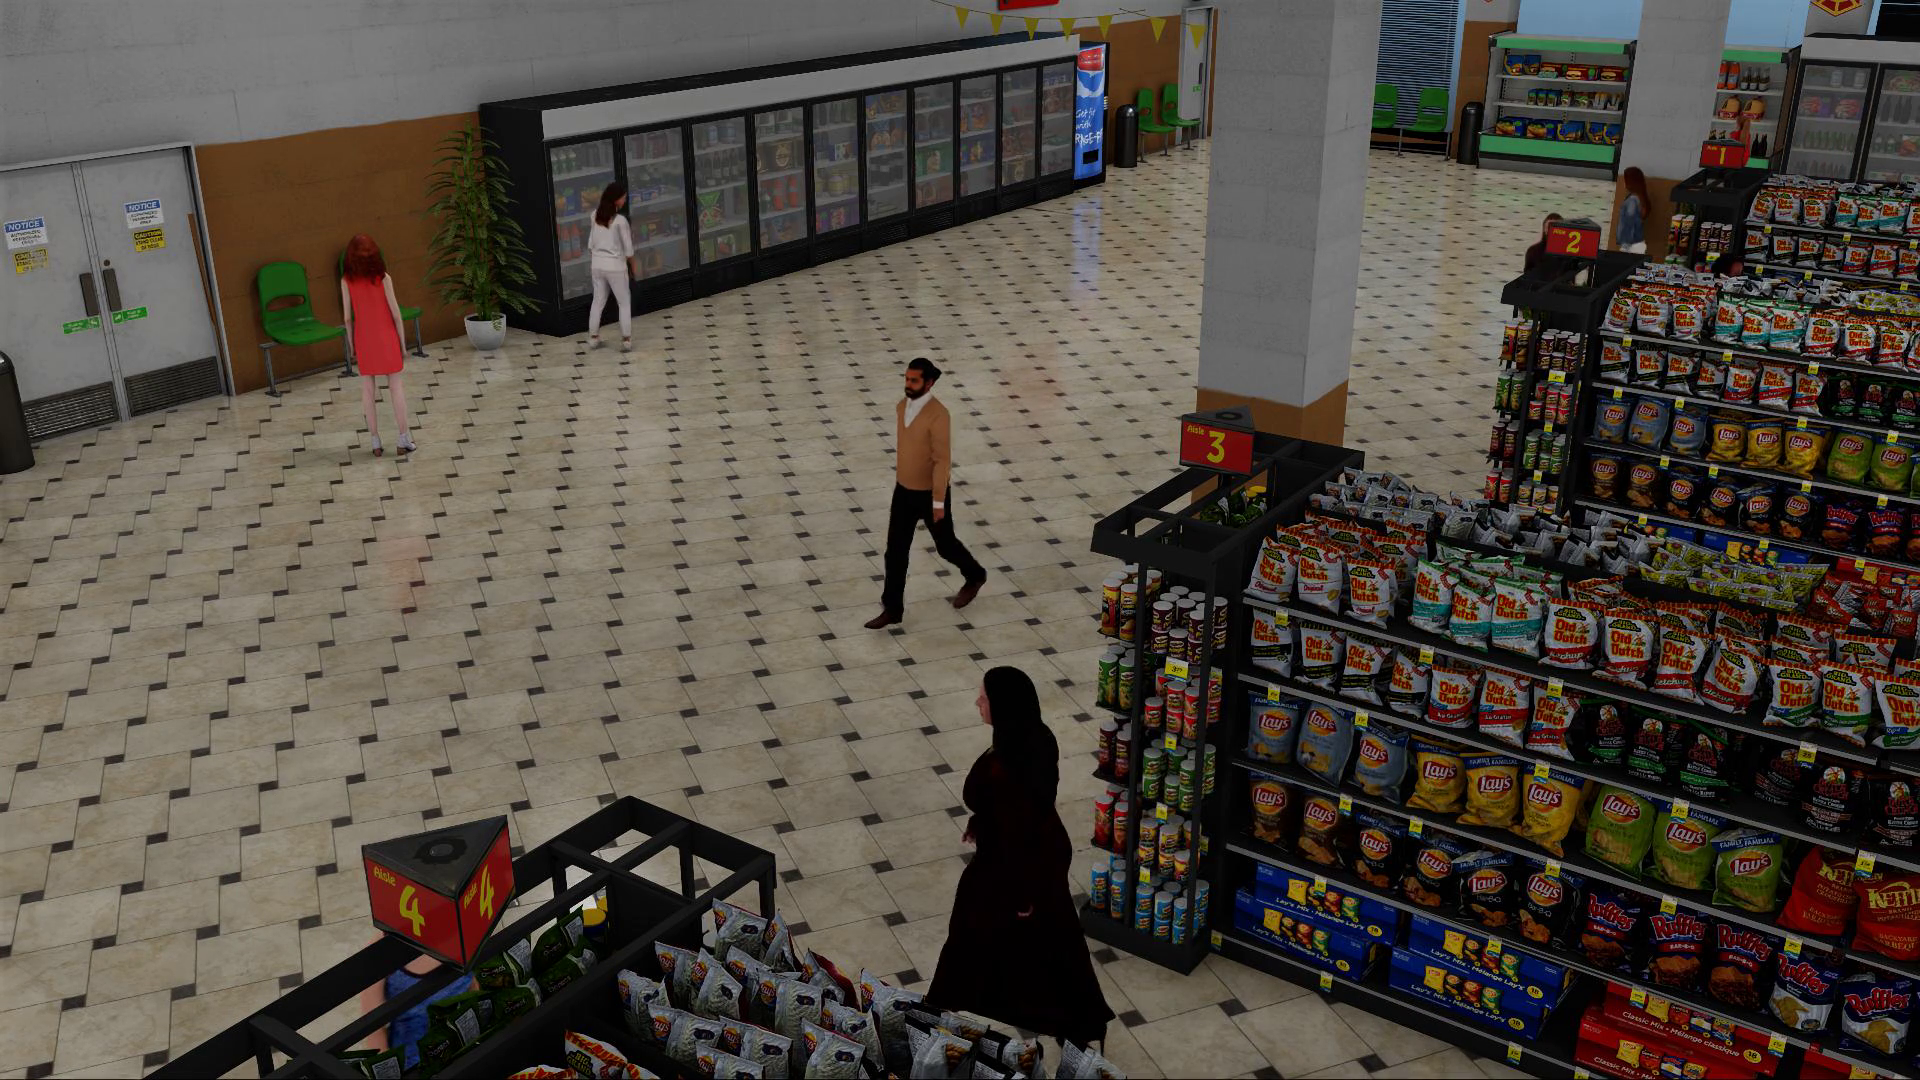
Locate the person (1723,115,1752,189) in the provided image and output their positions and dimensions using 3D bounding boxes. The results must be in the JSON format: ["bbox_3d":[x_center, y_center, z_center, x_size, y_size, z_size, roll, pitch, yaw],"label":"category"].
[{"bbox_3d":[11.101,-5.400,23.749,0.583,1.273,0.622,-9,24,-21],"label":"person"}]

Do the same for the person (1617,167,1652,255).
[{"bbox_3d":[6.993,-2.964,17.146,0.733,1.677,0.658,12,25,28],"label":"person"}]

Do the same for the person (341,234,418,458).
[{"bbox_3d":[-4.731,-1.576,13.487,0.646,1.828,0.731,-1,22,-3],"label":"person"}]

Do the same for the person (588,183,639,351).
[{"bbox_3d":[-3.447,-2.688,16.488,0.611,1.653,0.781,3,22,7],"label":"person"}]

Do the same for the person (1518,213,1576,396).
[{"bbox_3d":[5.298,-2.111,15.003,0.533,1.691,0.711,11,24,25],"label":"person"}]

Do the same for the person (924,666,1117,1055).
[{"bbox_3d":[0.329,1.313,6.470,1.235,1.700,0.898,7,23,16],"label":"person"}]

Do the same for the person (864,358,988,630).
[{"bbox_3d":[-0.161,-0.309,10.465,0.908,1.732,1.193,-19,29,-39],"label":"person"}]
